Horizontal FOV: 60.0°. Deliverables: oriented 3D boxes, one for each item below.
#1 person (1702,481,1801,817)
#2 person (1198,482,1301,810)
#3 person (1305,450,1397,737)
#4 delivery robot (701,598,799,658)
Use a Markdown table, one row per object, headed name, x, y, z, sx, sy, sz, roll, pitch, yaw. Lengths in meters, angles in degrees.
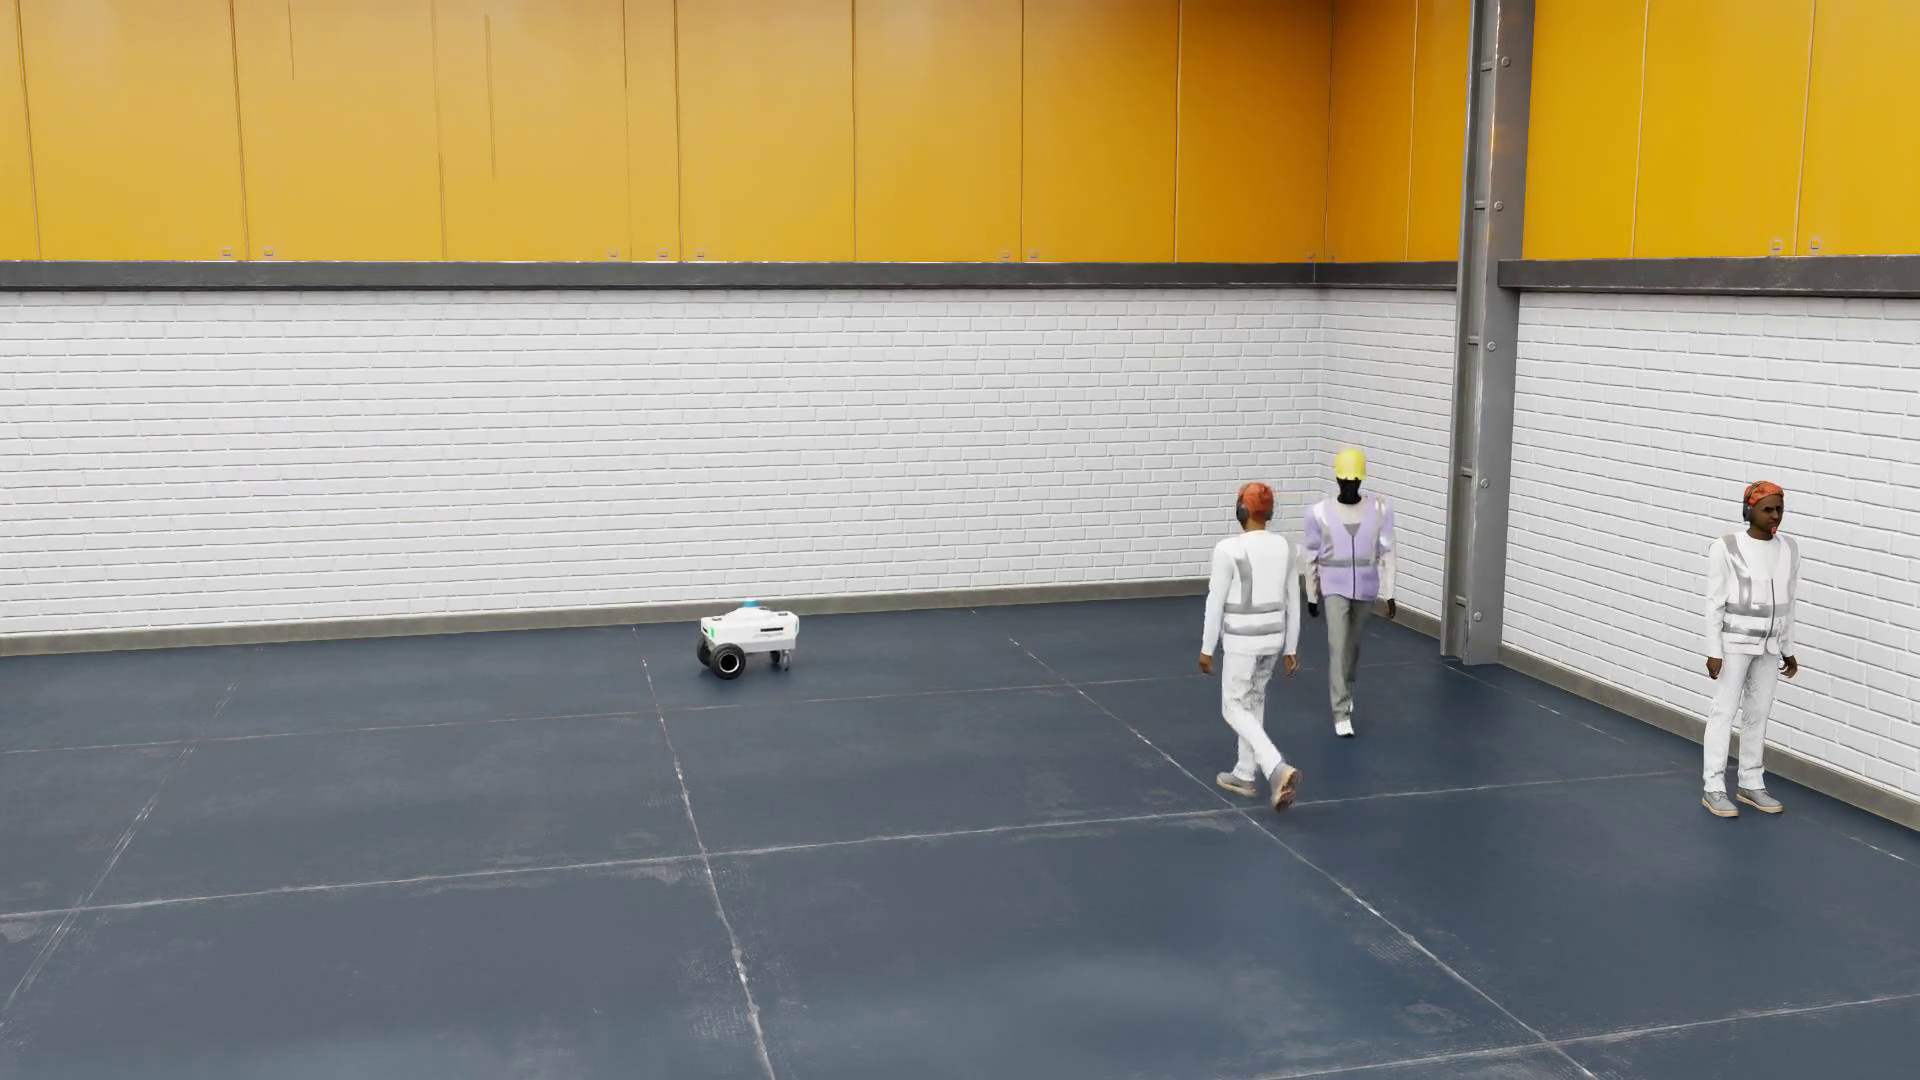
| name | x | y | z | sx | sy | sz | roll | pitch | yaw |
| --- | --- | --- | --- | --- | --- | --- | --- | --- | --- |
| person | 4.438 | 0.607 | 9.325 | 0.574 | 1.882 | 0.356 | -2 | 9 | -15 |
| person | 1.709 | 0.603 | 9.423 | 0.579 | 1.863 | 0.744 | -5 | 10 | -29 |
| person | 2.607 | 0.316 | 11.189 | 0.587 | 1.877 | 1.033 | 0 | 9 | 2 |
| delivery robot | -1.593 | 0.688 | 12.659 | 0.707 | 0.478 | 0.477 | -4 | 10 | -21 |
